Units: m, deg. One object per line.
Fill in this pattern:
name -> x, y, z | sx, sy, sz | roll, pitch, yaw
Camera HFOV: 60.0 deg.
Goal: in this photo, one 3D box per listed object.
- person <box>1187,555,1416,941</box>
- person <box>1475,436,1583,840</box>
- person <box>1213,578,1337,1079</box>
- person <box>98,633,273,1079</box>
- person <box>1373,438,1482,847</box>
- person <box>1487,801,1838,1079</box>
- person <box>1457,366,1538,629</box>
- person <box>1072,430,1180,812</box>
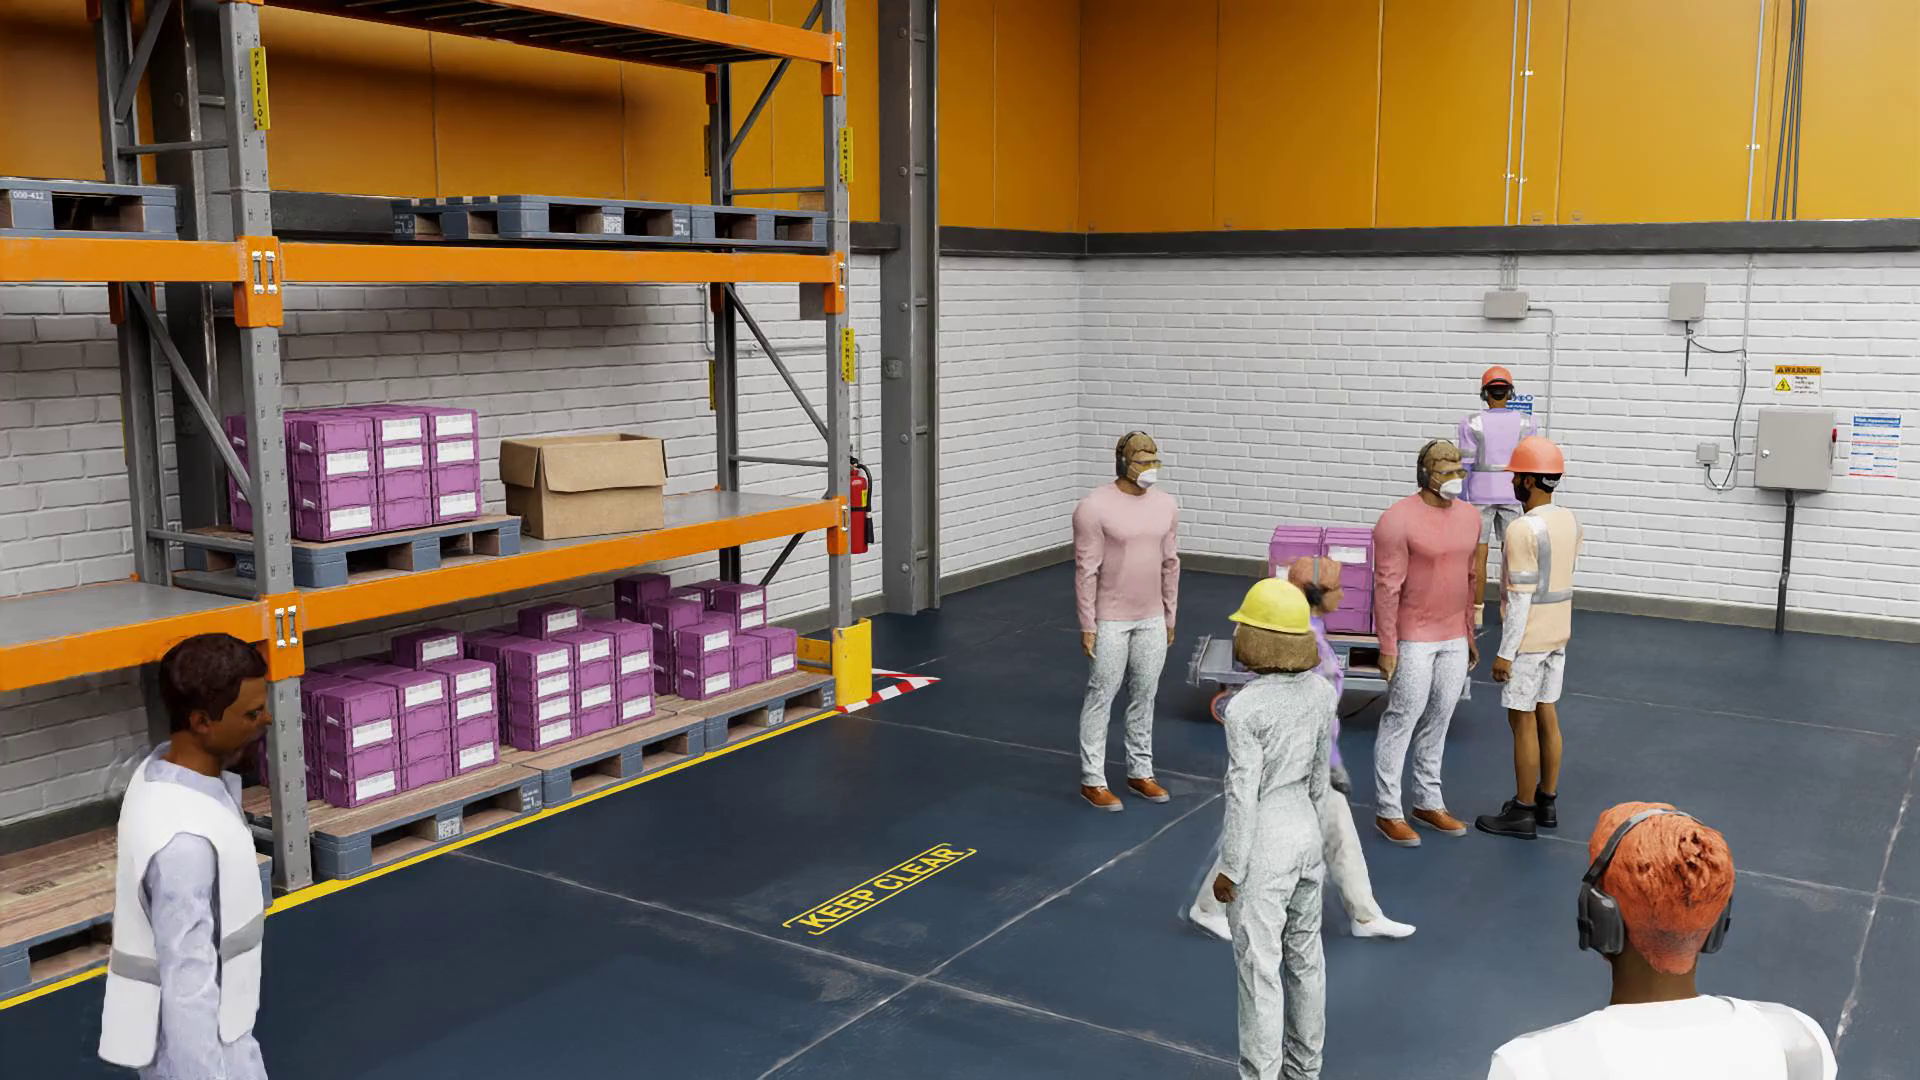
person -> 1.354, 0.847, 6.669 | 0.897, 1.593, 0.508 | 2, 9, 15
person -> 2.737, 0.468, 8.010 | 0.545, 1.938, 0.362 | -9, 12, -44
person -> 0.982, 0.982, 5.294 | 0.492, 1.744, 0.293 | -8, 12, -41
person -> -1.767, 1.138, 3.781 | 0.526, 1.896, 0.608 | -4, 10, -26
person -> 2.229, 0.479, 7.933 | 0.635, 1.937, 0.352 | -5, 10, -30
person -> 1.042, 1.327, 2.601 | 0.579, 1.883, 0.352 | -2, 9, -15
person -> 4.118, -0.324, 12.851 | 0.605, 2.034, 0.391 | 0, 9, 2
person -> 0.853, 0.405, 8.461 | 0.631, 1.932, 0.365 | -5, 10, -29
